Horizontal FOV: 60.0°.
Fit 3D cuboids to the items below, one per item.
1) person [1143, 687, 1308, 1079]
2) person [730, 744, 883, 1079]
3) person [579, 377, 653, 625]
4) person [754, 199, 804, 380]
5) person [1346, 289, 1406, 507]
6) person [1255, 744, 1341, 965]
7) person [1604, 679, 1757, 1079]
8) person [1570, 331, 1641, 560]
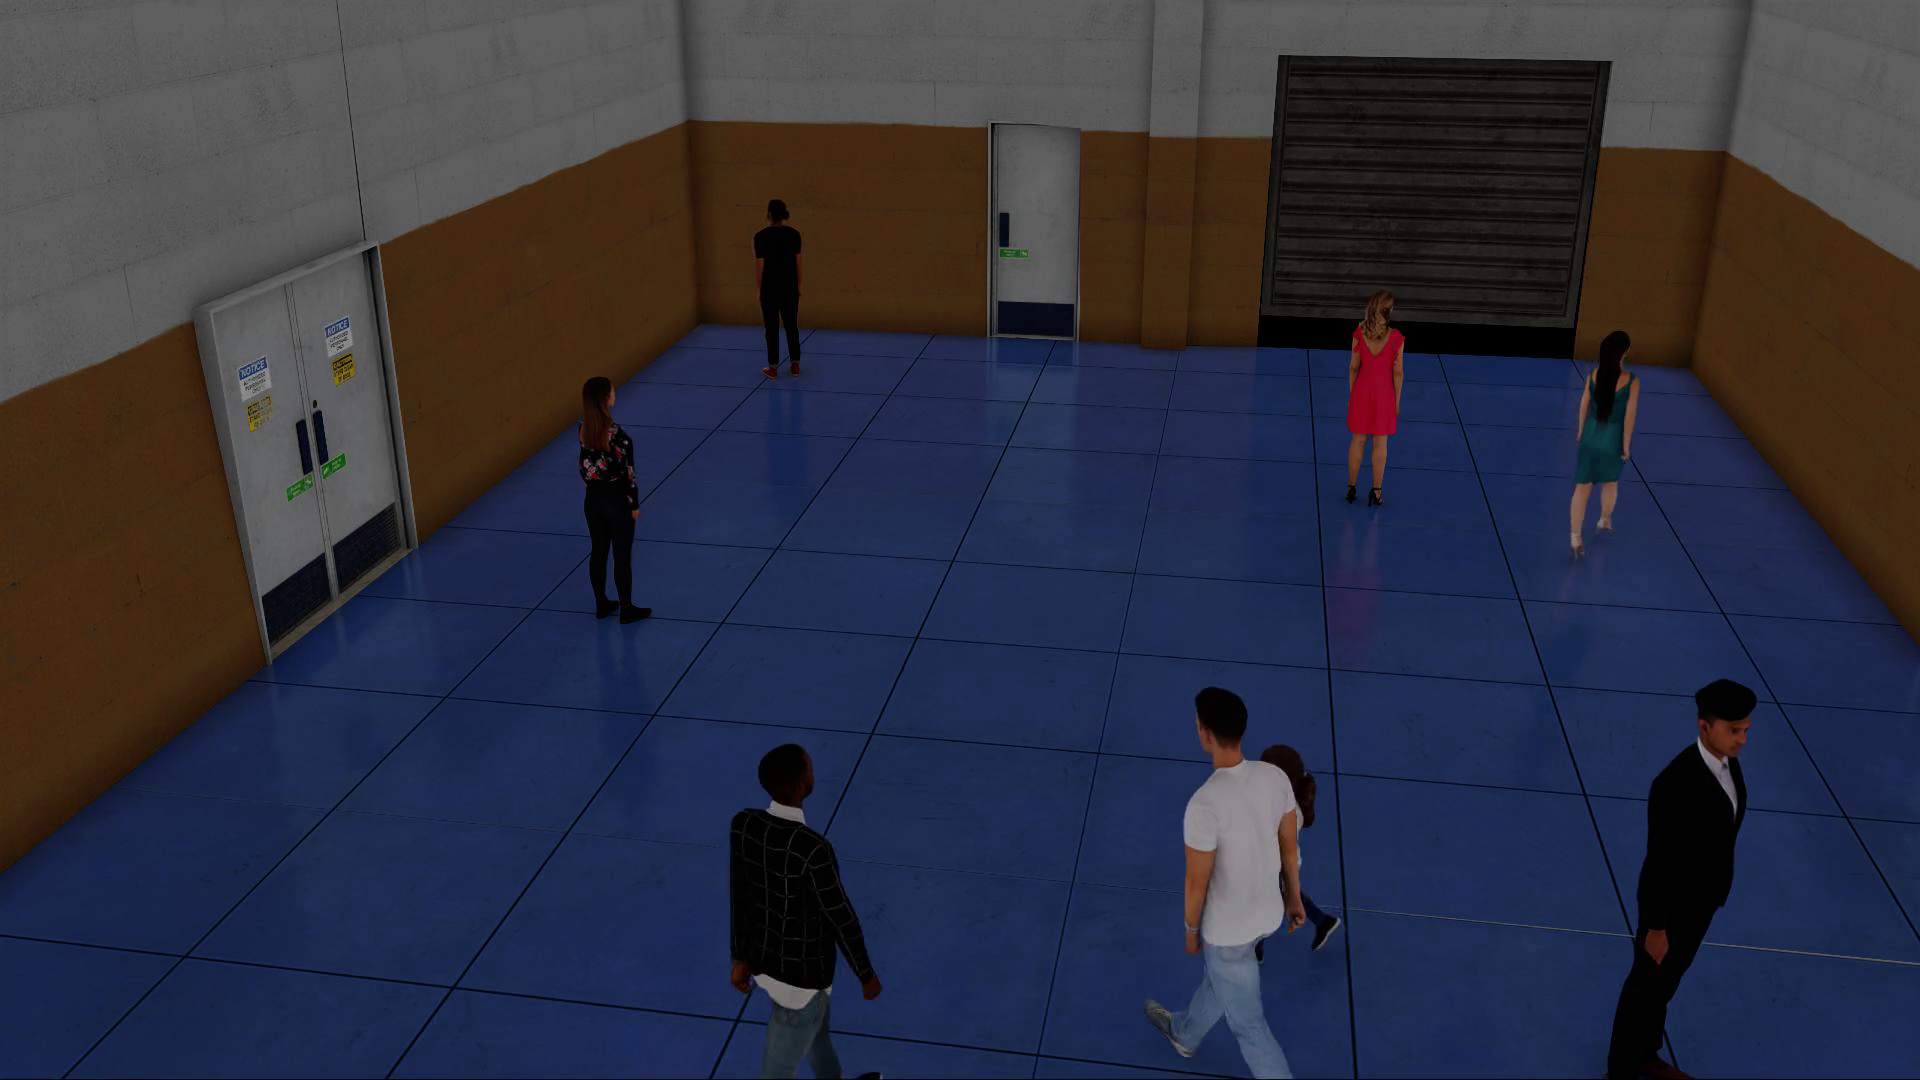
[{"bbox_3d":[1.138,1.507,6.401,1.202,1.790,1.310,-16,27,-34],"label":"person"},{"bbox_3d":[-0.689,1.640,6.097,1.251,1.771,1.188,20,29,40],"label":"person"},{"bbox_3d":[-2.315,-0.264,10.953,0.560,1.684,0.702,13,25,29],"label":"person"},{"bbox_3d":[-1.778,-2.466,16.332,0.678,1.757,0.782,-9,23,-20],"label":"person"},{"bbox_3d":[3.228,-1.115,13.010,0.580,1.728,0.701,12,25,27],"label":"person"},{"bbox_3d":[1.508,1.433,7.520,0.796,1.092,0.541,0,22,0],"label":"person"},{"bbox_3d":[2.826,1.393,6.567,0.772,1.877,0.782,-20,29,-40],"label":"person"},{"bbox_3d":[4.588,-0.648,11.969,1.035,1.638,0.913,15,26,32],"label":"person"}]
